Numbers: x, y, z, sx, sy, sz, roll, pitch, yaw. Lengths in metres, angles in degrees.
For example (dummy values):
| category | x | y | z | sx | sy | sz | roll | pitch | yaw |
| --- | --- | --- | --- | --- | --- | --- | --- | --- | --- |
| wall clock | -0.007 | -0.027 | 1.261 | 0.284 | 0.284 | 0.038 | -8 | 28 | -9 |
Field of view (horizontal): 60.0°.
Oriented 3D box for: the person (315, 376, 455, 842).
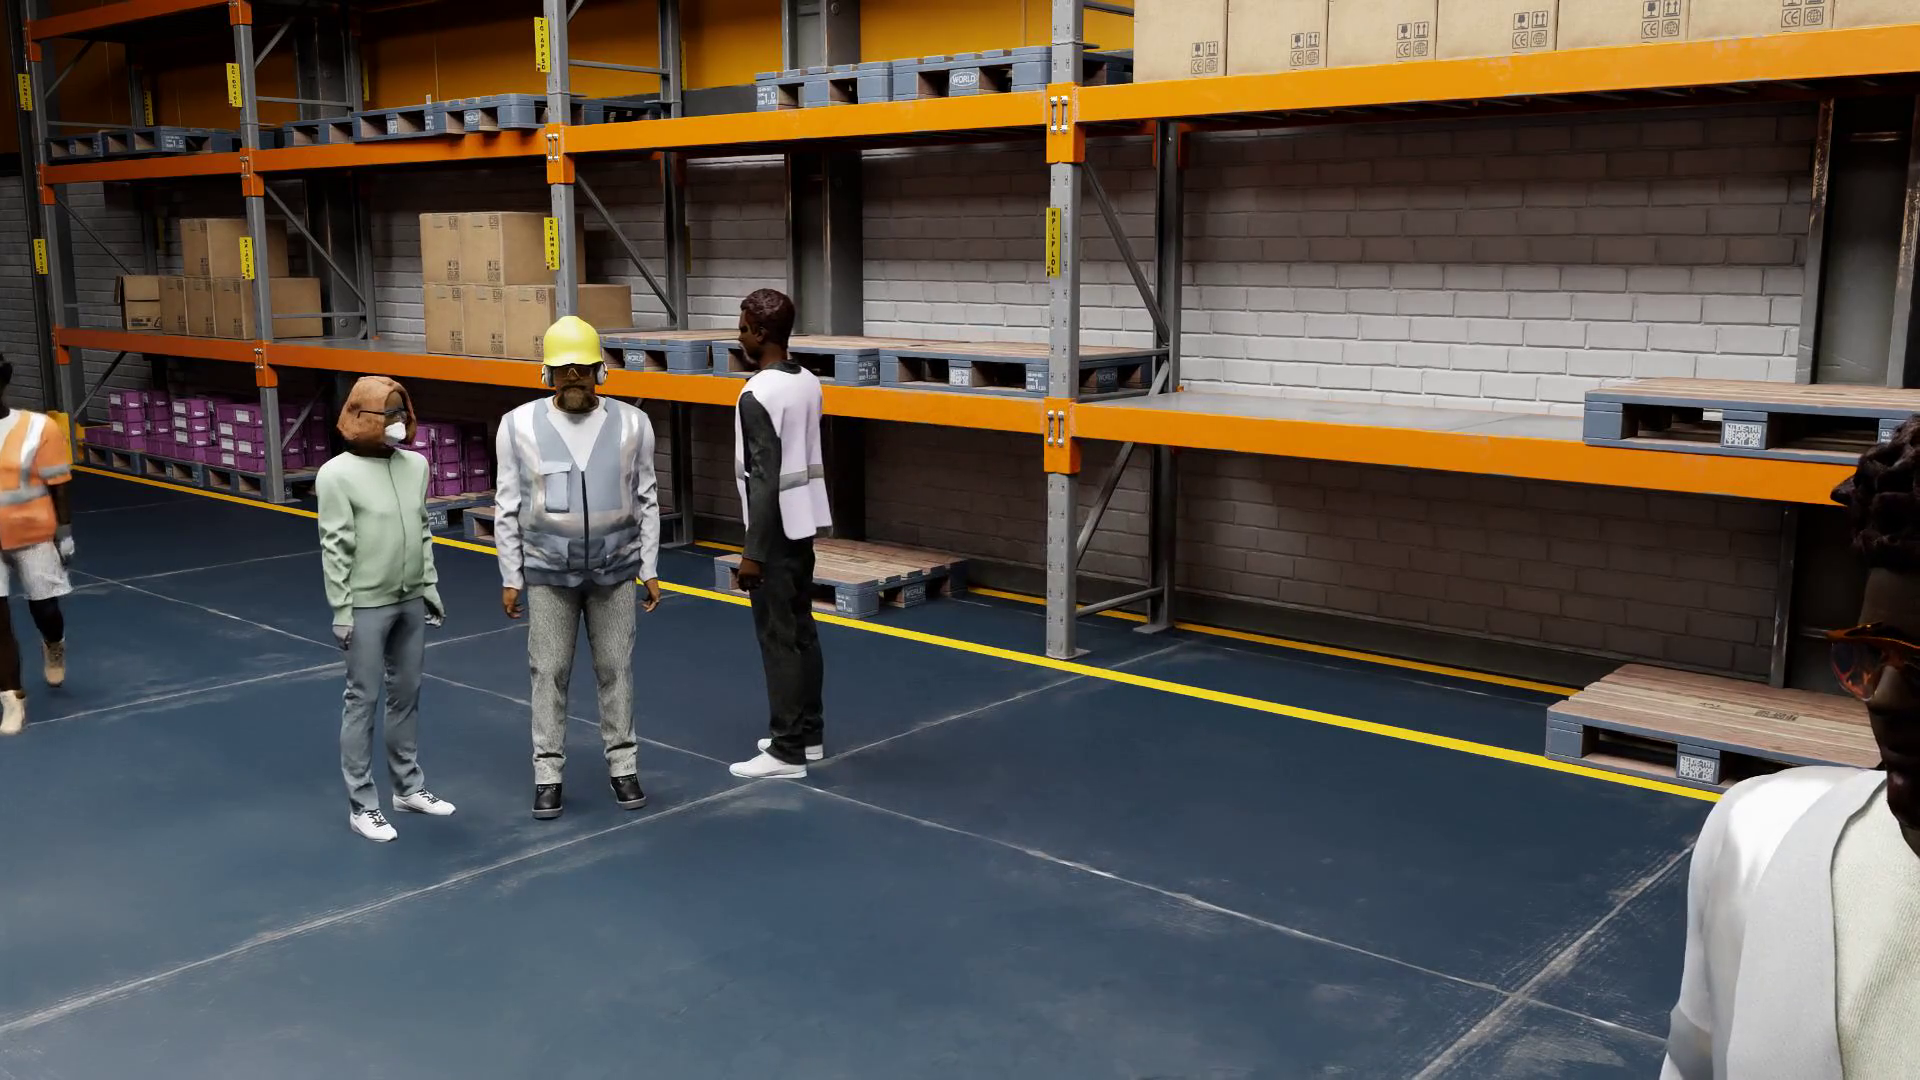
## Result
| category | x | y | z | sx | sy | sz | roll | pitch | yaw |
| --- | --- | --- | --- | --- | --- | --- | --- | --- | --- |
| person | -2.040 | 0.241 | 5.913 | 0.280 | 1.617 | 0.505 | 5 | 11 | 25 |

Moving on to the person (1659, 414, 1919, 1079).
| category | x | y | z | sx | sy | sz | roll | pitch | yaw |
| --- | --- | --- | --- | --- | --- | --- | --- | --- | --- |
| person | 0.812 | 0.855 | 1.423 | 0.368 | 1.966 | 0.602 | -5 | 11 | -28 |

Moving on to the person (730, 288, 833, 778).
| category | x | y | z | sx | sy | sz | roll | pitch | yaw |
| --- | --- | --- | --- | --- | --- | --- | --- | --- | --- |
| person | -0.704 | -0.020 | 6.541 | 0.376 | 1.917 | 0.600 | 2 | 10 | 14 |

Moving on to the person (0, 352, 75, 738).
| category | x | y | z | sx | sy | sz | roll | pitch | yaw |
| --- | --- | --- | --- | --- | --- | --- | --- | --- | --- |
| person | -4.148 | -0.024 | 7.271 | 0.532 | 1.675 | 0.678 | -4 | 11 | -19 |

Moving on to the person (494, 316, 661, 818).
| category | x | y | z | sx | sy | sz | roll | pitch | yaw |
| --- | --- | --- | --- | --- | --- | --- | --- | --- | --- |
| person | -1.390 | 0.101 | 6.100 | 0.600 | 1.832 | 0.404 | -3 | 11 | -19 |
